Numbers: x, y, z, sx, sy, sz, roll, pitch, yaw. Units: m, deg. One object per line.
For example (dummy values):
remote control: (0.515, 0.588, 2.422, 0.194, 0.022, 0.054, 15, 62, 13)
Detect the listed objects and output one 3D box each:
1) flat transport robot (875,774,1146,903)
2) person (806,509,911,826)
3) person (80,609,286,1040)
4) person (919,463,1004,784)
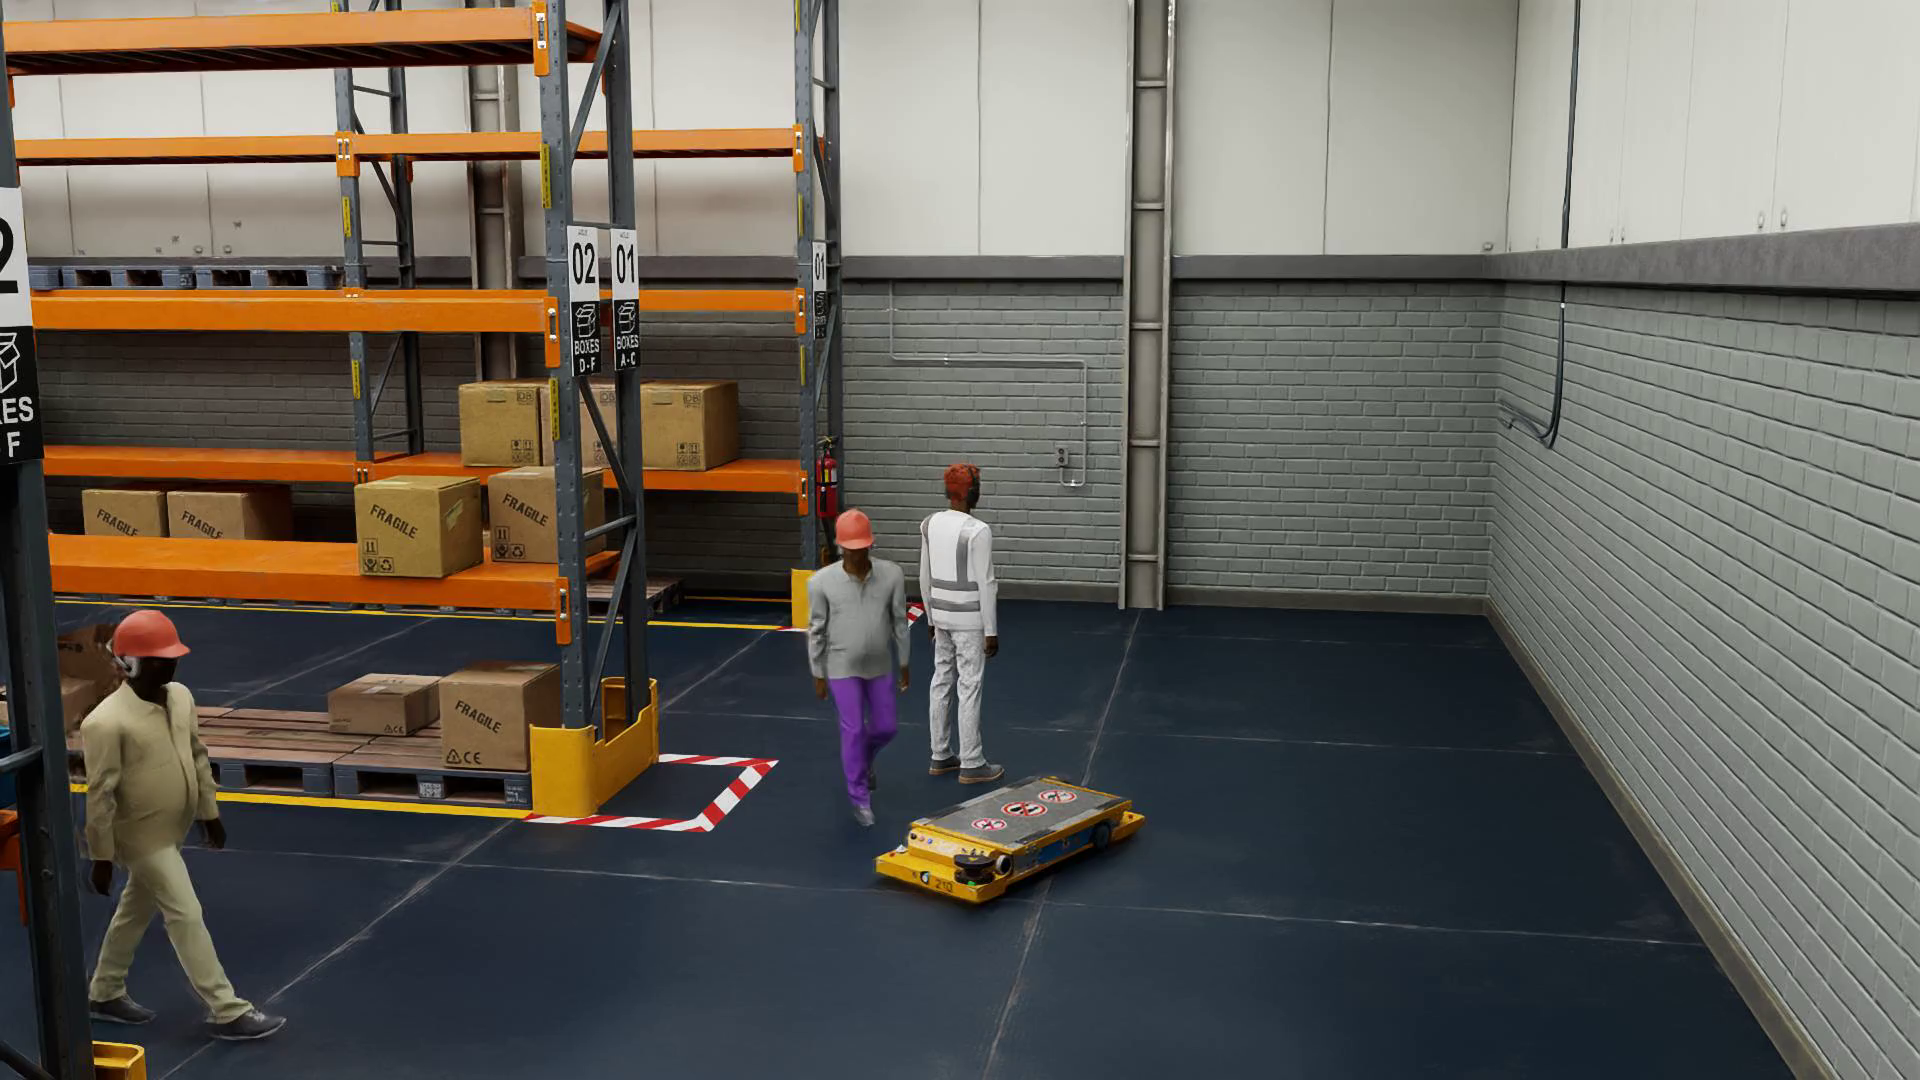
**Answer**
flat transport robot: (0.286, 1.491, 8.507, 0.652, 0.197, 1.431, 7, 12, 39)
person: (-0.562, 0.666, 9.107, 0.574, 1.727, 0.522, -4, 10, -21)
person: (-3.096, 1.104, 6.473, 0.890, 1.701, 0.581, 1, 9, 6)
person: (0.011, 0.484, 9.767, 0.346, 1.883, 0.584, -8, 12, -42)
